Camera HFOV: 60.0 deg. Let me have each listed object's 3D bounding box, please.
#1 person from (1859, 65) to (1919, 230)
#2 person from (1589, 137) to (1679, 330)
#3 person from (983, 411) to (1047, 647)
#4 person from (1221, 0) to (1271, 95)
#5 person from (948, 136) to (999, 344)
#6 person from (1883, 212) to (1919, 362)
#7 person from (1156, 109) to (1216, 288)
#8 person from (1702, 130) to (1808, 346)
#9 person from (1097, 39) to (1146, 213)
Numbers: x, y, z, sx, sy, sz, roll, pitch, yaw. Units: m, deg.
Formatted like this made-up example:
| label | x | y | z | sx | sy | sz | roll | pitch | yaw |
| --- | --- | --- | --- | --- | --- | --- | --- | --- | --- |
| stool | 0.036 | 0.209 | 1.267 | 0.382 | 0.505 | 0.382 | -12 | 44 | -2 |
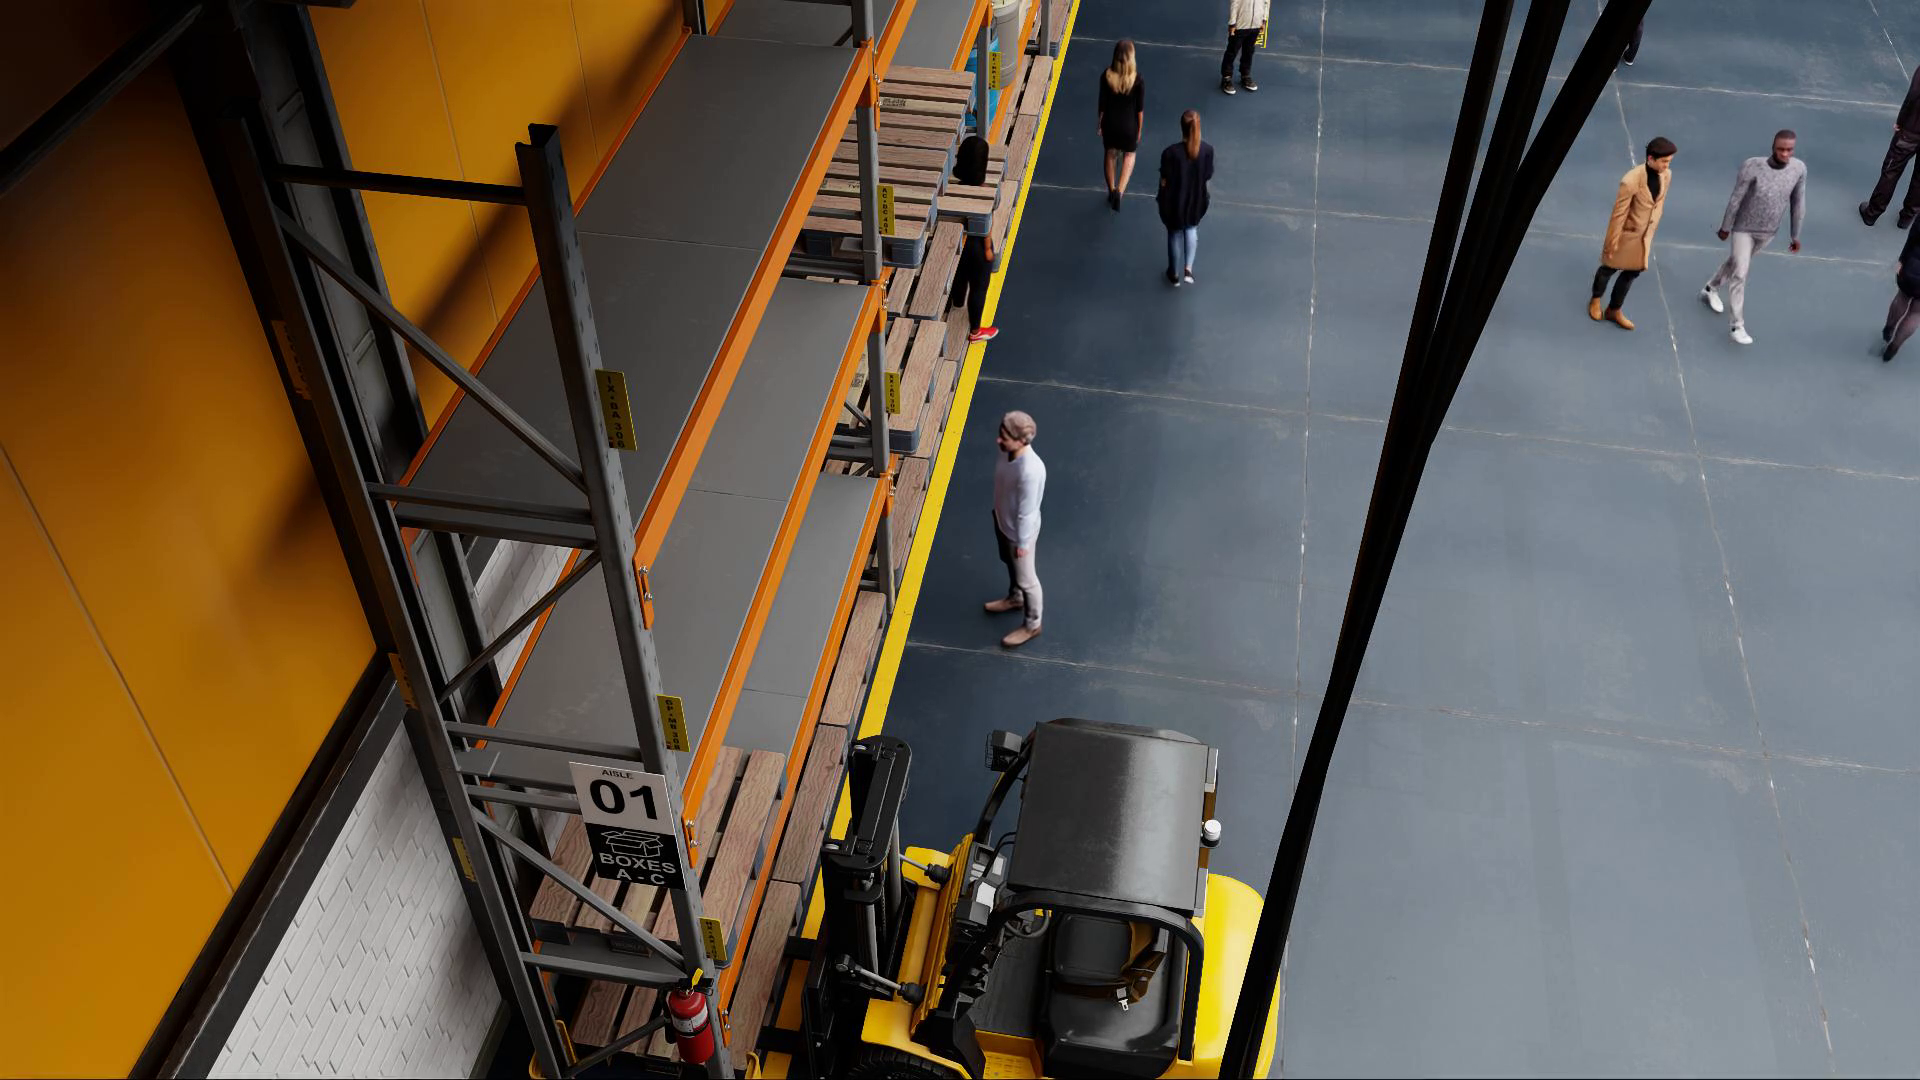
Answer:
| label | x | y | z | sx | sy | sz | roll | pitch | yaw |
| --- | --- | --- | --- | --- | --- | --- | --- | --- | --- |
| person | 8.502 | -3.633 | 14.637 | 0.709 | 1.915 | 0.618 | 12 | 45 | 12 |
| person | 5.489 | -2.564 | 13.659 | 0.839 | 1.715 | 0.878 | -12 | 45 | -12 |
| person | 0.380 | -0.104 | 10.953 | 0.783 | 1.887 | 0.655 | -13 | 45 | -13 |
| person | 2.848 | -5.181 | 16.597 | 0.646 | 1.452 | 0.647 | -13 | 45 | -14 |
| person | 0.083 | -2.434 | 13.451 | 0.830 | 1.815 | 0.766 | -25 | 49 | -24 |
| person | 7.712 | -2.126 | 13.239 | 0.817 | 1.660 | 0.875 | 28 | 50 | 26 |
| person | 1.895 | -2.798 | 13.932 | 0.728 | 1.677 | 0.818 | -4 | 44 | -4 |
| person | 6.469 | -2.592 | 13.631 | 0.936 | 1.794 | 1.253 | -5 | 44 | -5 |
| person | 1.405 | -3.634 | 14.818 | 0.575 | 1.665 | 0.779 | 9 | 44 | 9 |
